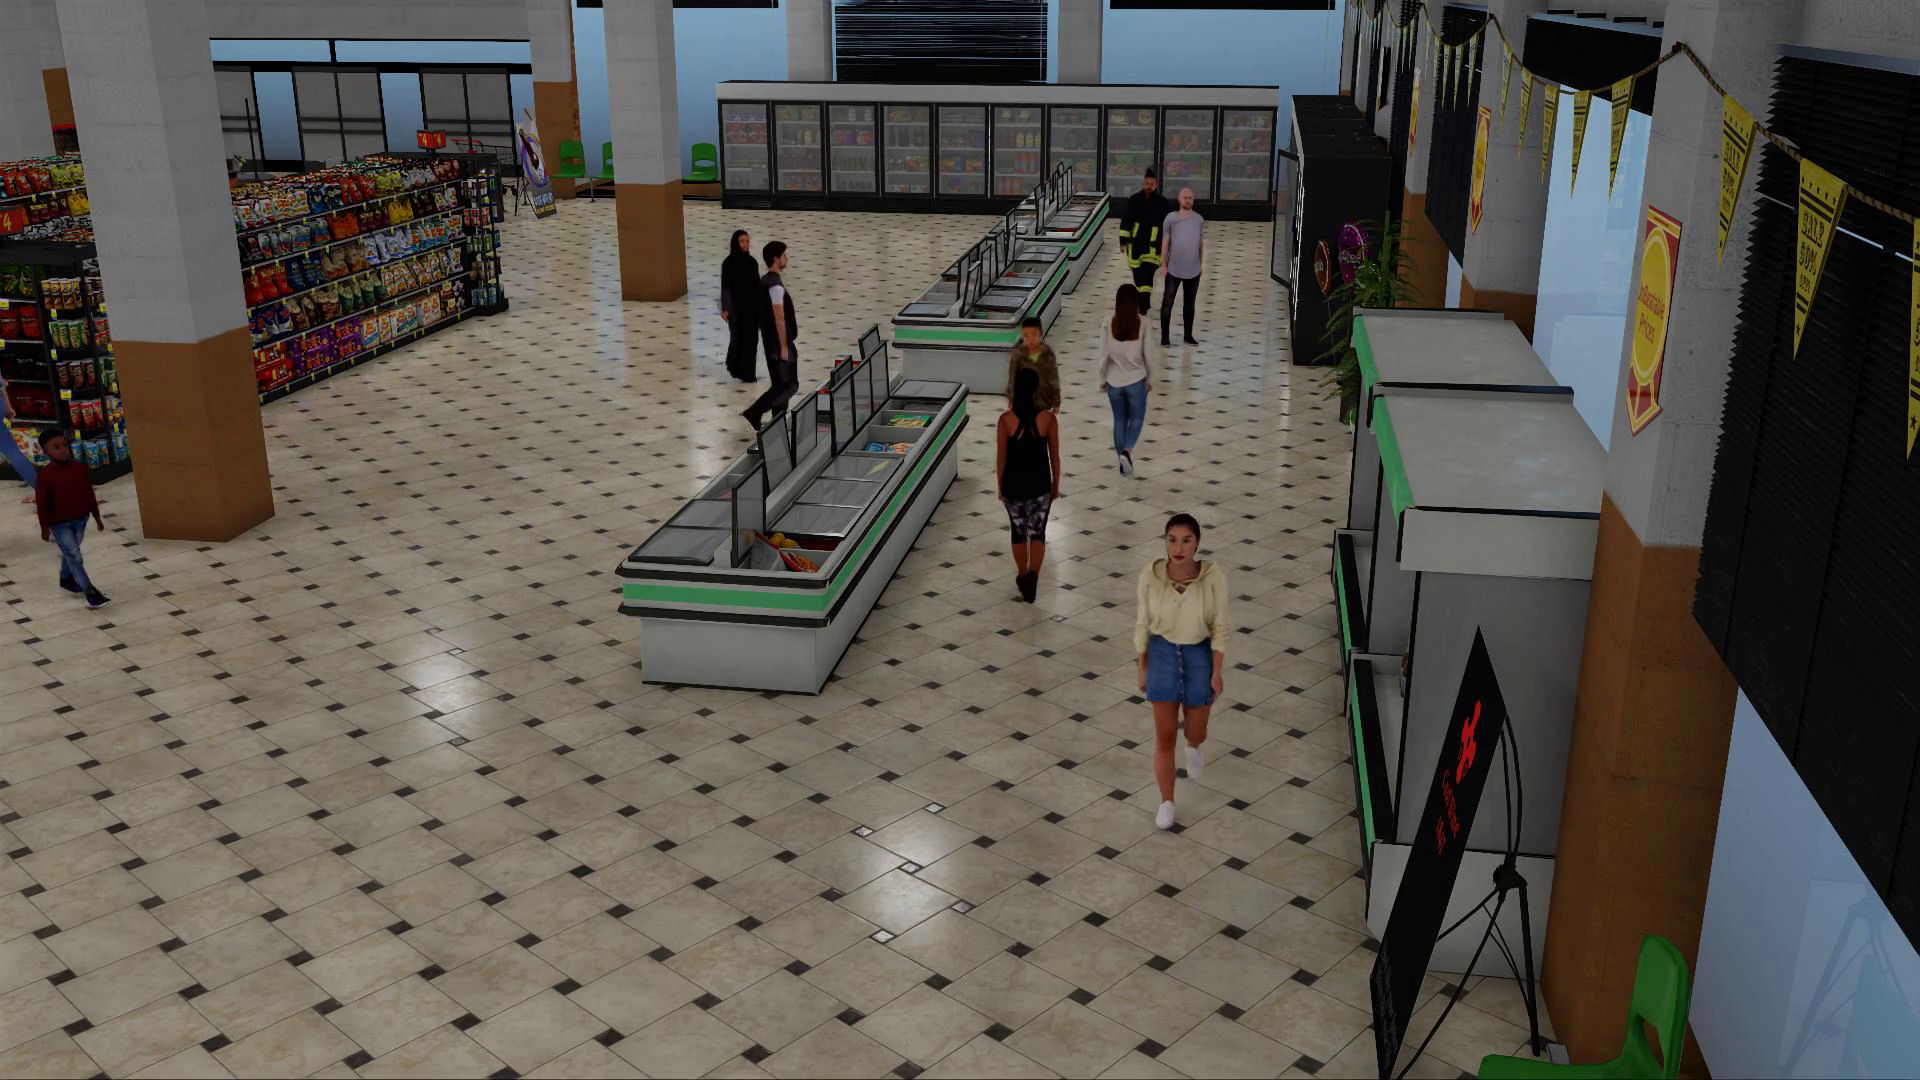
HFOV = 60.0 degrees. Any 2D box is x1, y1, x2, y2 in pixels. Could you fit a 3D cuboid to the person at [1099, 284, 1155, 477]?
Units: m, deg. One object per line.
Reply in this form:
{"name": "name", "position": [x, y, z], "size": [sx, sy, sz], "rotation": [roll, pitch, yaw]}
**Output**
{"name": "person", "position": [1.416, -1.319, 14.125], "size": [0.666, 1.679, 0.889], "rotation": [5, 19, 14]}

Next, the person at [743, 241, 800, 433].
{"name": "person", "position": [-1.760, -1.817, 15.349], "size": [0.941, 1.842, 0.923], "rotation": [-6, 19, -17]}

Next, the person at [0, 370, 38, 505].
{"name": "person", "position": [-7.741, -1.012, 13.409], "size": [0.836, 1.556, 1.119], "rotation": [-1, 19, -2]}

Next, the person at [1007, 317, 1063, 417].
{"name": "person", "position": [0.605, -1.187, 14.131], "size": [0.782, 1.427, 0.946], "rotation": [-4, 19, -12]}

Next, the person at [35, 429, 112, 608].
{"name": "person", "position": [-6.134, -0.146, 11.369], "size": [0.757, 1.219, 0.896], "rotation": [10, 21, 27]}

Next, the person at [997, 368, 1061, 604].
{"name": "person", "position": [0.451, -0.347, 11.304], "size": [0.675, 1.641, 1.012], "rotation": [0, 19, 1]}

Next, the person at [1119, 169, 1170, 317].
{"name": "person", "position": [2.366, -3.774, 21.189], "size": [0.876, 1.819, 1.201], "rotation": [7, 20, 19]}

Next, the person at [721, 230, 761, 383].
{"name": "person", "position": [-2.359, -2.501, 17.745], "size": [0.832, 1.608, 0.887], "rotation": [-14, 23, -36]}

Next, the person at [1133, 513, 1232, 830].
{"name": "person", "position": [1.133, 0.626, 8.445], "size": [0.660, 1.622, 0.880], "rotation": [4, 19, 13]}

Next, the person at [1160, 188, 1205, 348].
{"name": "person", "position": [2.603, -3.182, 19.405], "size": [0.746, 1.837, 0.722], "rotation": [-4, 19, -12]}
